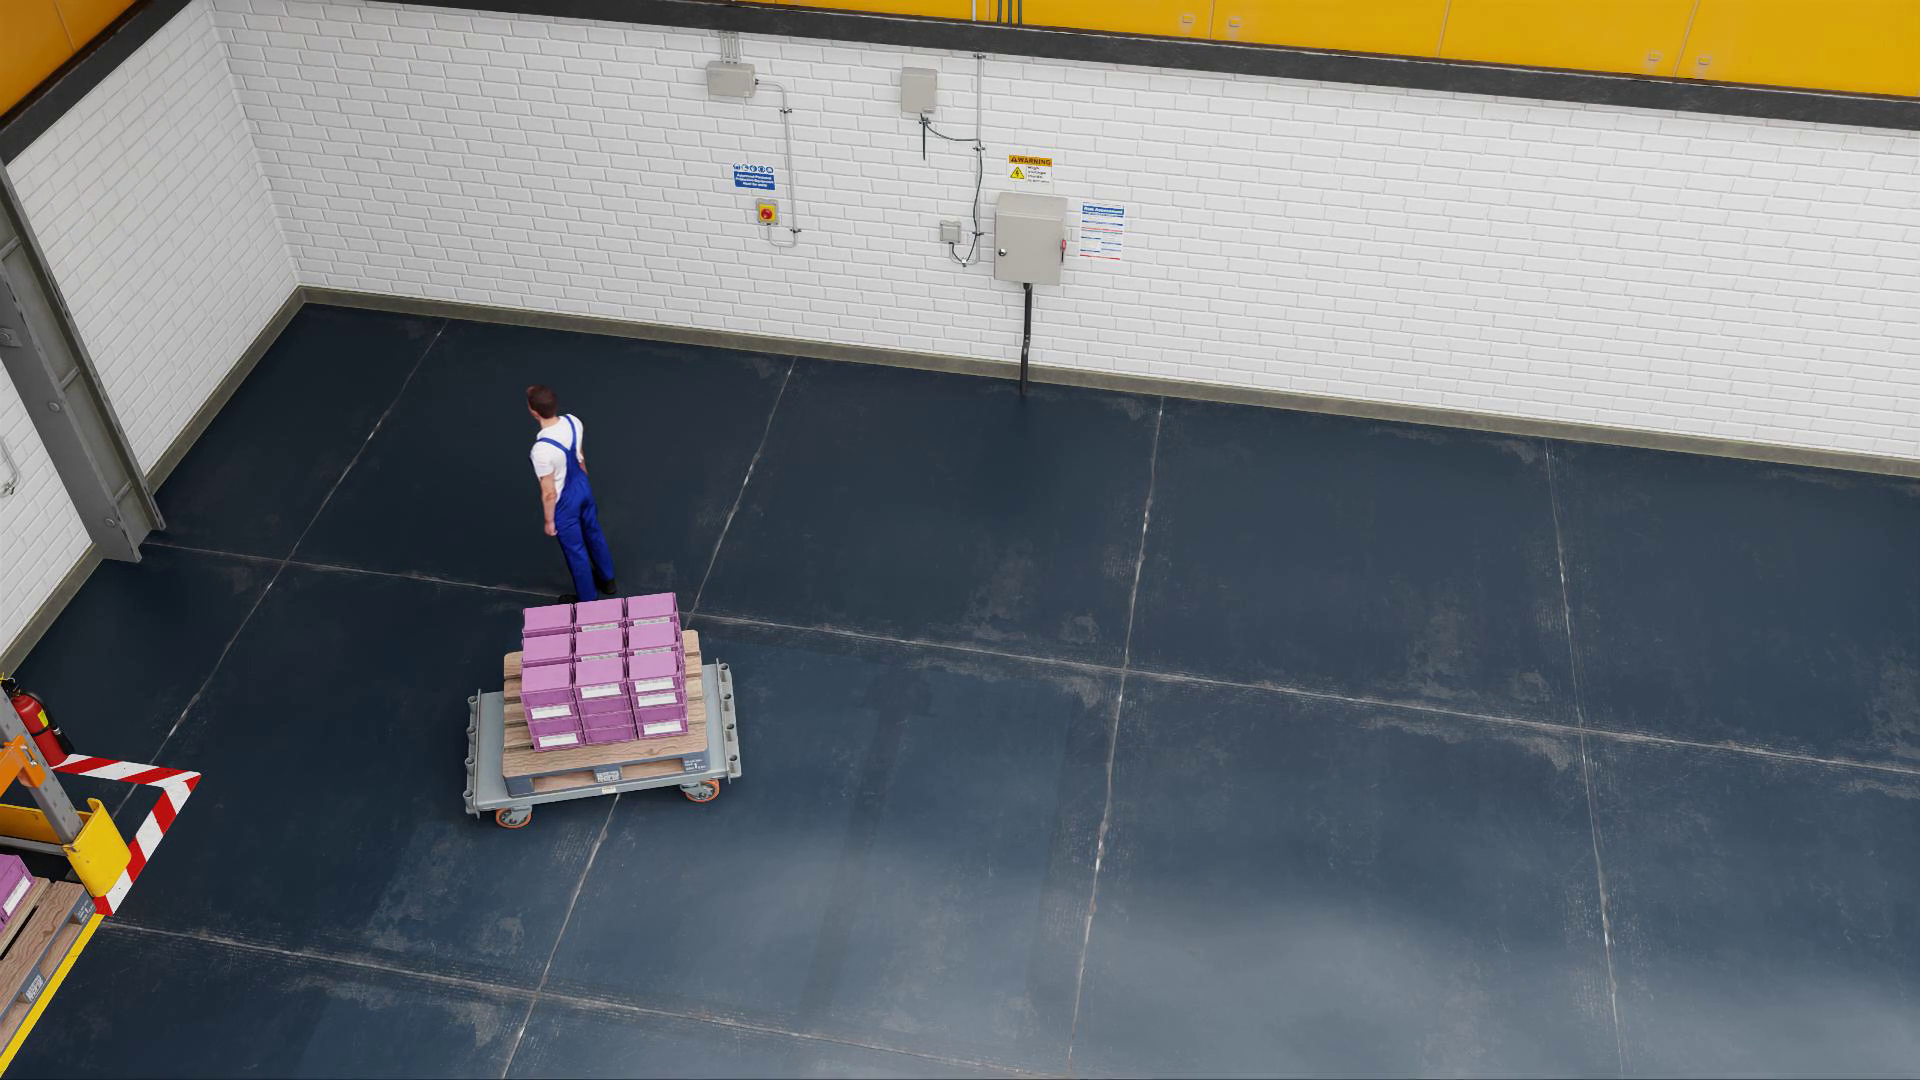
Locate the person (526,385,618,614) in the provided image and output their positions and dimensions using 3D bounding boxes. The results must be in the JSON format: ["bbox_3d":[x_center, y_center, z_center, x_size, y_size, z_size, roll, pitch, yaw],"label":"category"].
[{"bbox_3d":[-2.580,-0.264,10.958,0.747,1.849,0.593,18,46,18],"label":"person"}]
